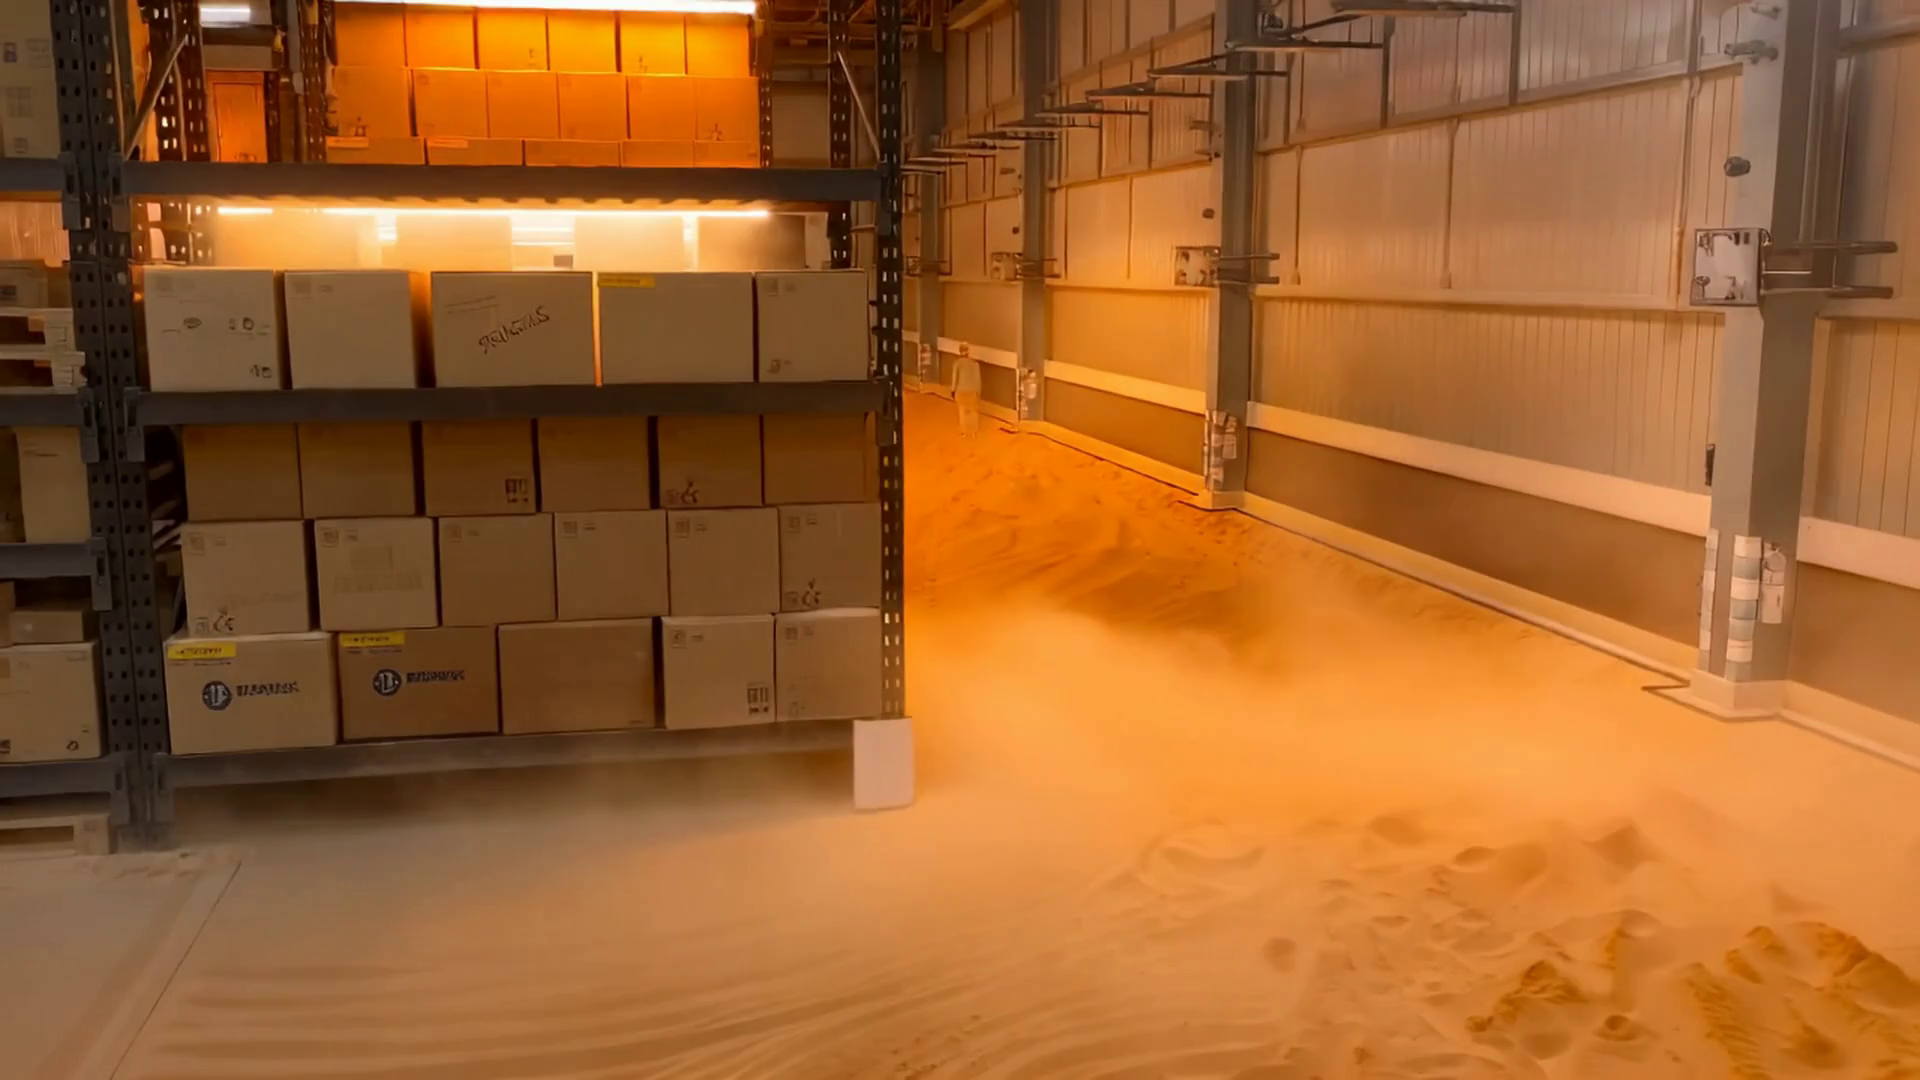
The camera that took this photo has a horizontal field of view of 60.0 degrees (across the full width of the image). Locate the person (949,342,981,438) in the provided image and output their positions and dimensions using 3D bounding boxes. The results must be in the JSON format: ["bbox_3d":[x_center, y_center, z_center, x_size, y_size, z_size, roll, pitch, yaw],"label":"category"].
[{"bbox_3d":[0.068,-2.684,29.782,0.573,1.704,0.878,-2,10,-14],"label":"person"}]
